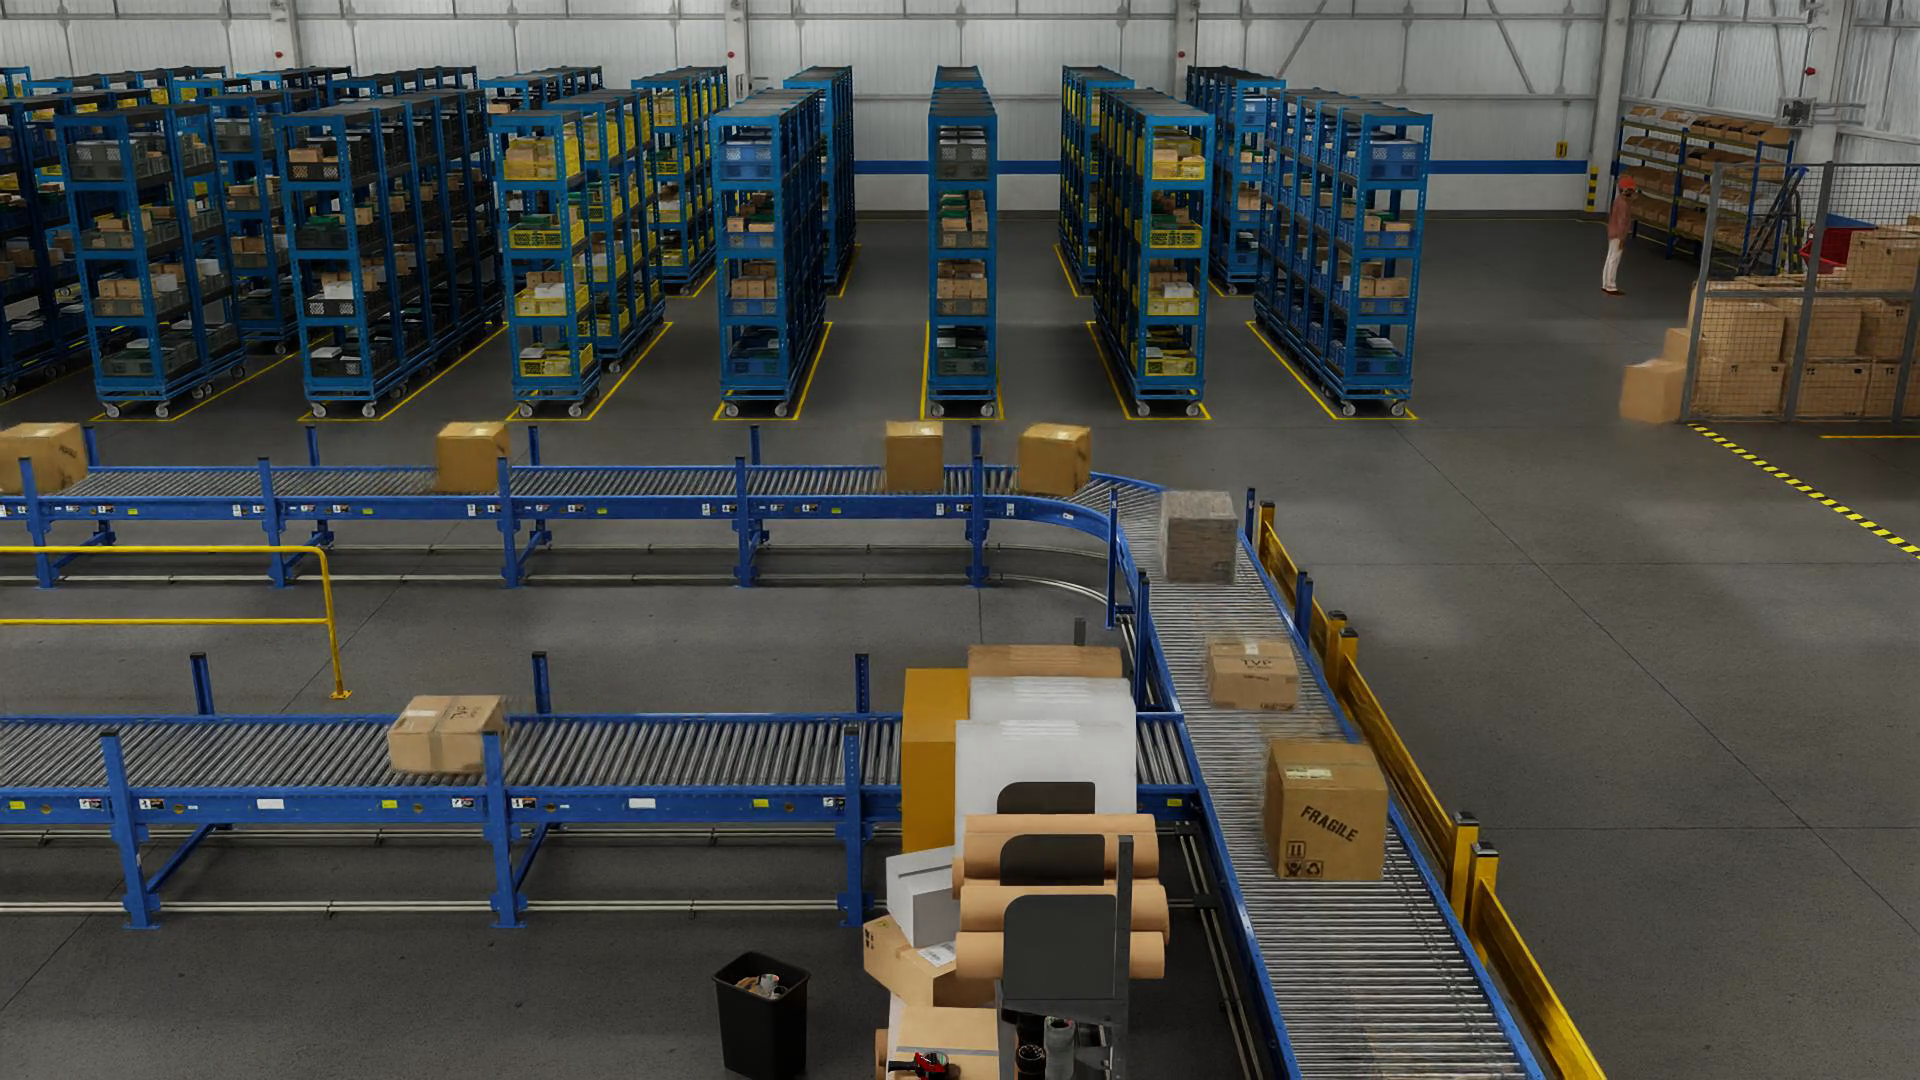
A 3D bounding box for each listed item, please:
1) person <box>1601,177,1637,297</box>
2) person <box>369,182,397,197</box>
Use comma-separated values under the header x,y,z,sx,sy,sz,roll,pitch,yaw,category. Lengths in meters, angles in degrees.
x,y,z,sx,sy,sz,roll,pitch,yaw,category
11.204,-5.154,28.286,0.382,1.996,0.608,3,18,8,person
-11.108,-6.337,32.212,0.593,1.820,0.495,0,18,1,person
